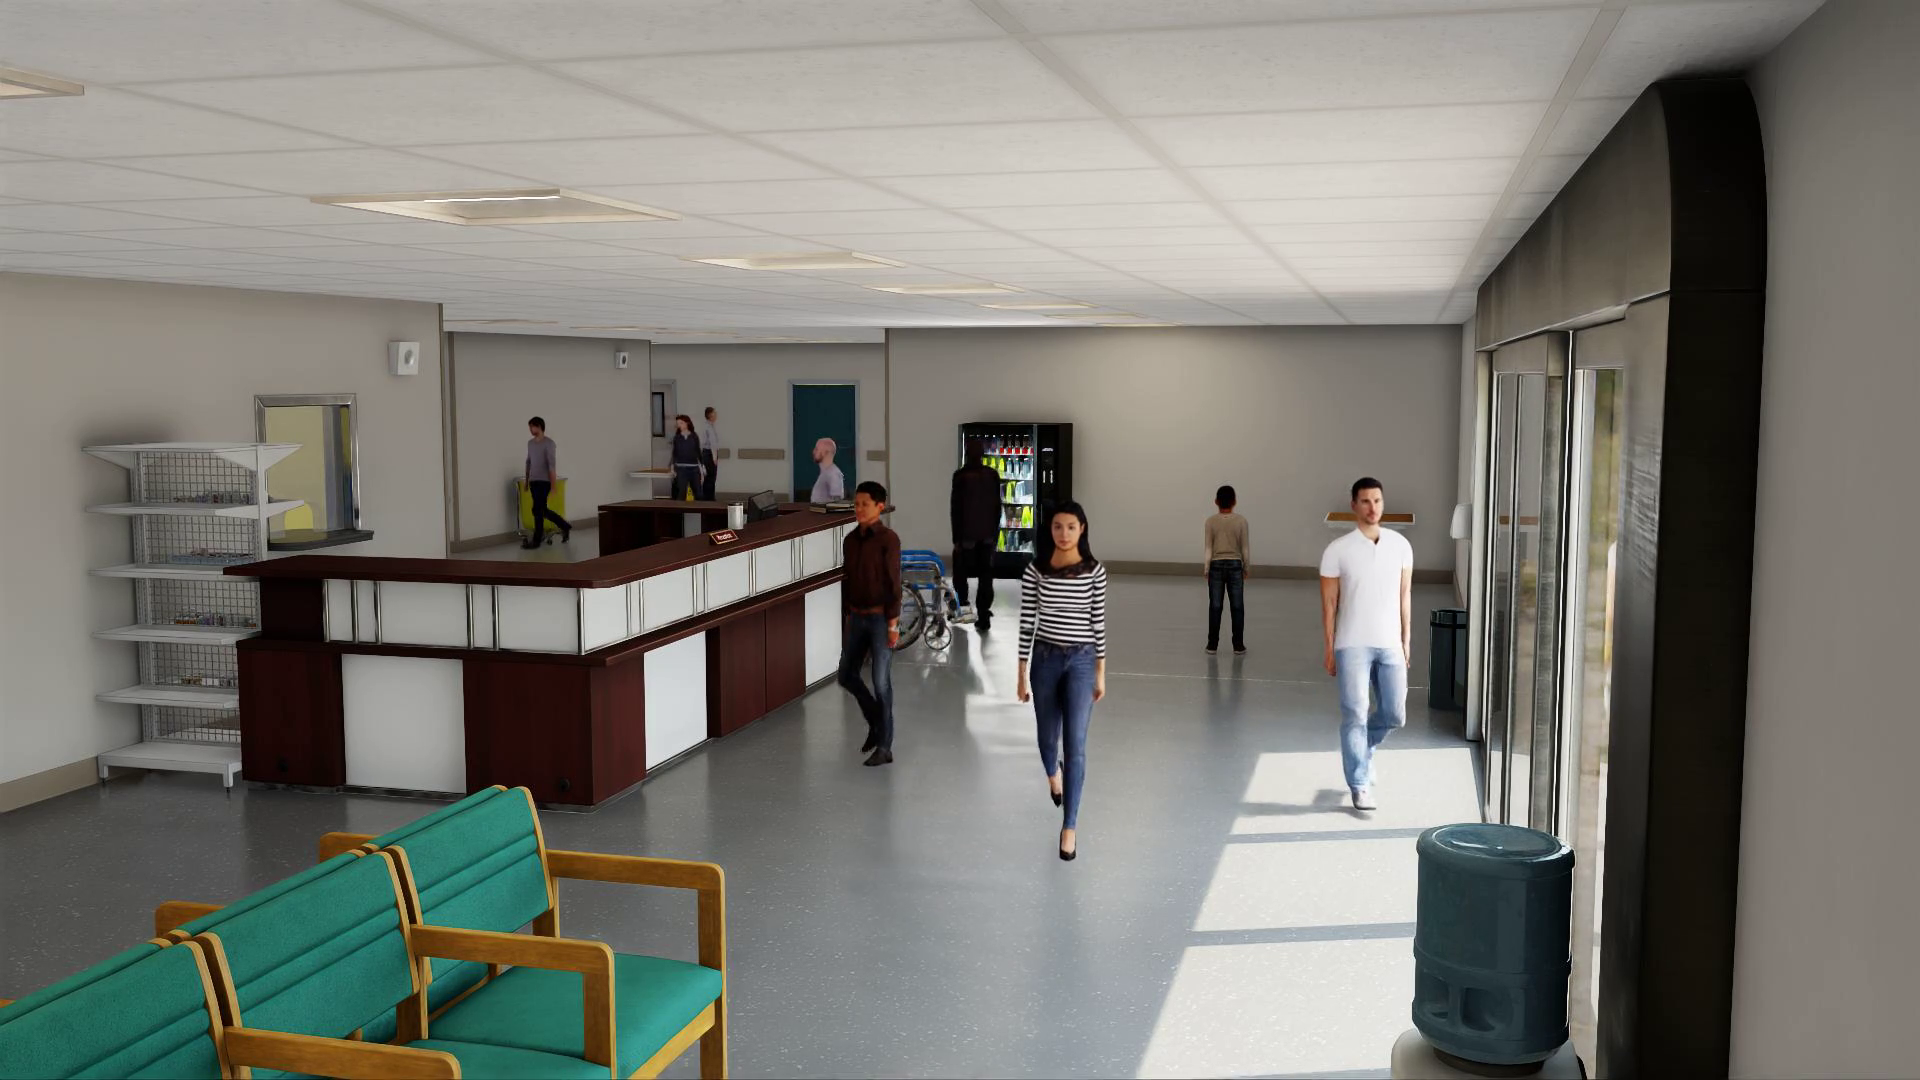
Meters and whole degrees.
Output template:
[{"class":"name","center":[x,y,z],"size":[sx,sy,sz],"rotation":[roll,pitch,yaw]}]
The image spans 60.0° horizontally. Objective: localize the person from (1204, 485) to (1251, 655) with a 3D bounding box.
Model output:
[{"class":"person","center":[2.308,0.258,14.430],"size":[0.477,1.465,0.626],"rotation":[1,6,8]}]

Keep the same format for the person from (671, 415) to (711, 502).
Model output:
[{"class":"person","center":[-4.363,-1.146,27.106],"size":[1.286,1.720,1.036],"rotation":[-2,6,-16]}]

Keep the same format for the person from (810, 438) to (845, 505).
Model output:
[{"class":"person","center":[-1.135,-0.041,15.678],"size":[1.183,1.811,0.977],"rotation":[-1,6,-11]}]

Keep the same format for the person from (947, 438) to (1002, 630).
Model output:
[{"class":"person","center":[0.176,-0.047,15.748],"size":[0.992,1.807,1.000],"rotation":[-1,6,-13]}]

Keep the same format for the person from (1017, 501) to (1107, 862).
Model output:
[{"class":"person","center":[0.526,0.696,8.490],"size":[1.099,1.766,0.828],"rotation":[0,6,3]}]

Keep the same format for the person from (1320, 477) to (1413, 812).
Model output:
[{"class":"person","center":[2.285,0.575,9.387],"size":[0.983,1.844,0.933],"rotation":[0,6,-5]}]

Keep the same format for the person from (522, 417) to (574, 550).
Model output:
[{"class":"person","center":[-5.699,-0.772,22.966],"size":[1.182,1.806,1.045],"rotation":[5,8,40]}]

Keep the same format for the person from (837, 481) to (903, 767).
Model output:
[{"class":"person","center":[-0.481,0.516,10.353],"size":[0.711,1.768,0.812],"rotation":[4,7,33]}]

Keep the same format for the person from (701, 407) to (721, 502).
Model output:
[{"class":"person","center":[-4.569,-1.529,30.419],"size":[0.783,1.820,0.734],"rotation":[-3,6,-27]}]

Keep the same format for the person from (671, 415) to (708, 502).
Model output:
[{"class":"person","center":[-4.379,-1.073,26.428],"size":[0.693,1.711,0.856],"rotation":[-1,6,-12]}]
